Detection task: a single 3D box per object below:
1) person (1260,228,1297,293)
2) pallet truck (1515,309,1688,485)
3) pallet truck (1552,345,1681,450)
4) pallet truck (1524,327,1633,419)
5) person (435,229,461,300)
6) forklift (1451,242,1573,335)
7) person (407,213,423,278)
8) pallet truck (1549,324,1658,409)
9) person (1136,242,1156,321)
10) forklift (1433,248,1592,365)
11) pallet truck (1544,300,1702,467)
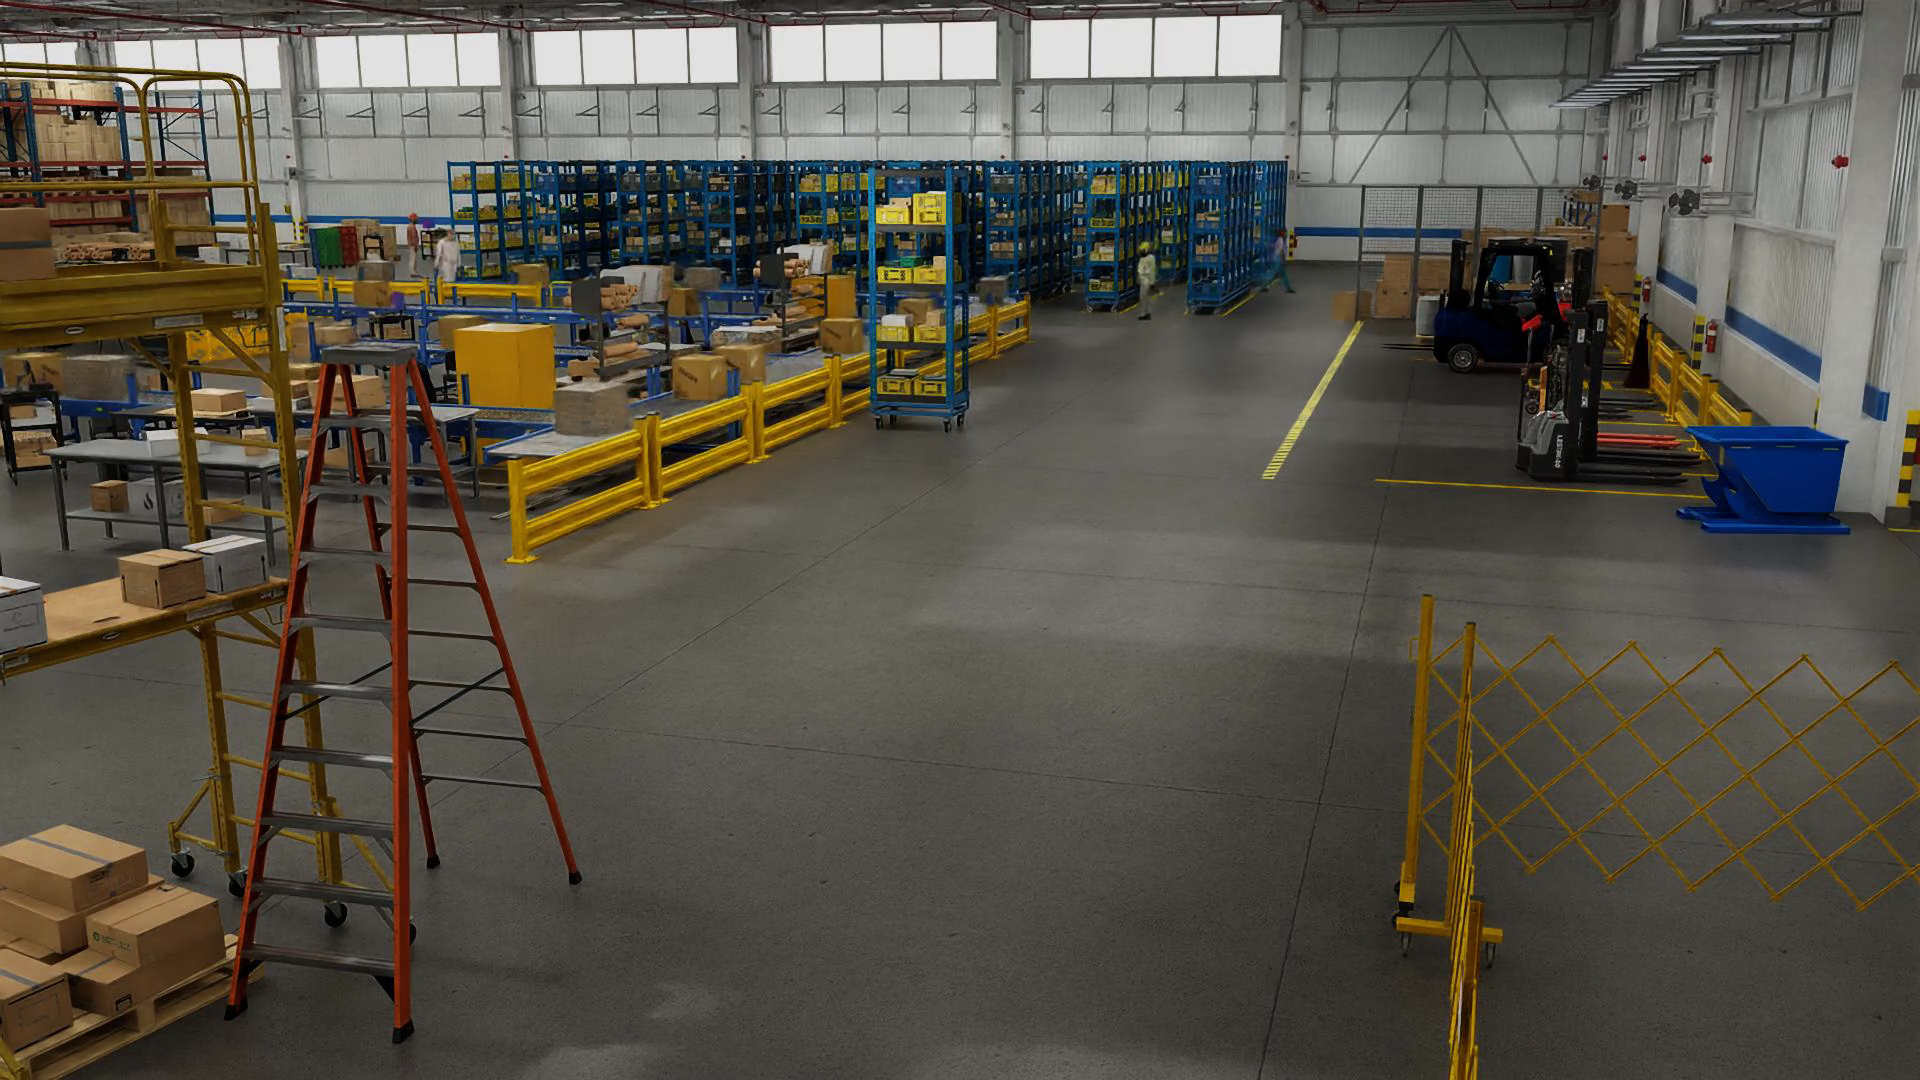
[{"bbox_3d":[8.831,-7.730,46.031,0.969,1.810,0.579,3,13,13],"label":"person"},{"bbox_3d":[7.554,-1.677,19.446,1.885,1.965,0.823,3,13,14],"label":"pallet truck"},{"bbox_3d":[8.641,-1.896,21.908,1.630,1.274,0.653,4,14,16],"label":"pallet truck"},{"bbox_3d":[9.065,-2.460,24.370,1.522,1.261,0.704,3,13,14],"label":"pallet truck"},{"bbox_3d":[-13.556,-7.299,44.057,0.868,1.859,0.681,9,16,35],"label":"person"},{"bbox_3d":[10.464,-4.597,31.405,2.680,1.987,1.157,4,14,16],"label":"forklift"},{"bbox_3d":[-16.993,-9.164,51.794,0.395,1.990,0.619,-7,15,-27],"label":"person"},{"bbox_3d":[9.824,-2.669,25.407,1.601,1.201,0.680,4,14,16],"label":"pallet truck"},{"bbox_3d":[4.194,-5.935,38.234,0.589,1.809,0.630,-5,14,-20],"label":"person"},{"bbox_3d":[9.780,-4.111,29.280,2.680,1.987,1.157,3,13,14],"label":"forklift"},{"bbox_3d":[8.263,-1.952,20.631,1.885,1.965,0.823,5,14,20],"label":"pallet truck"}]
